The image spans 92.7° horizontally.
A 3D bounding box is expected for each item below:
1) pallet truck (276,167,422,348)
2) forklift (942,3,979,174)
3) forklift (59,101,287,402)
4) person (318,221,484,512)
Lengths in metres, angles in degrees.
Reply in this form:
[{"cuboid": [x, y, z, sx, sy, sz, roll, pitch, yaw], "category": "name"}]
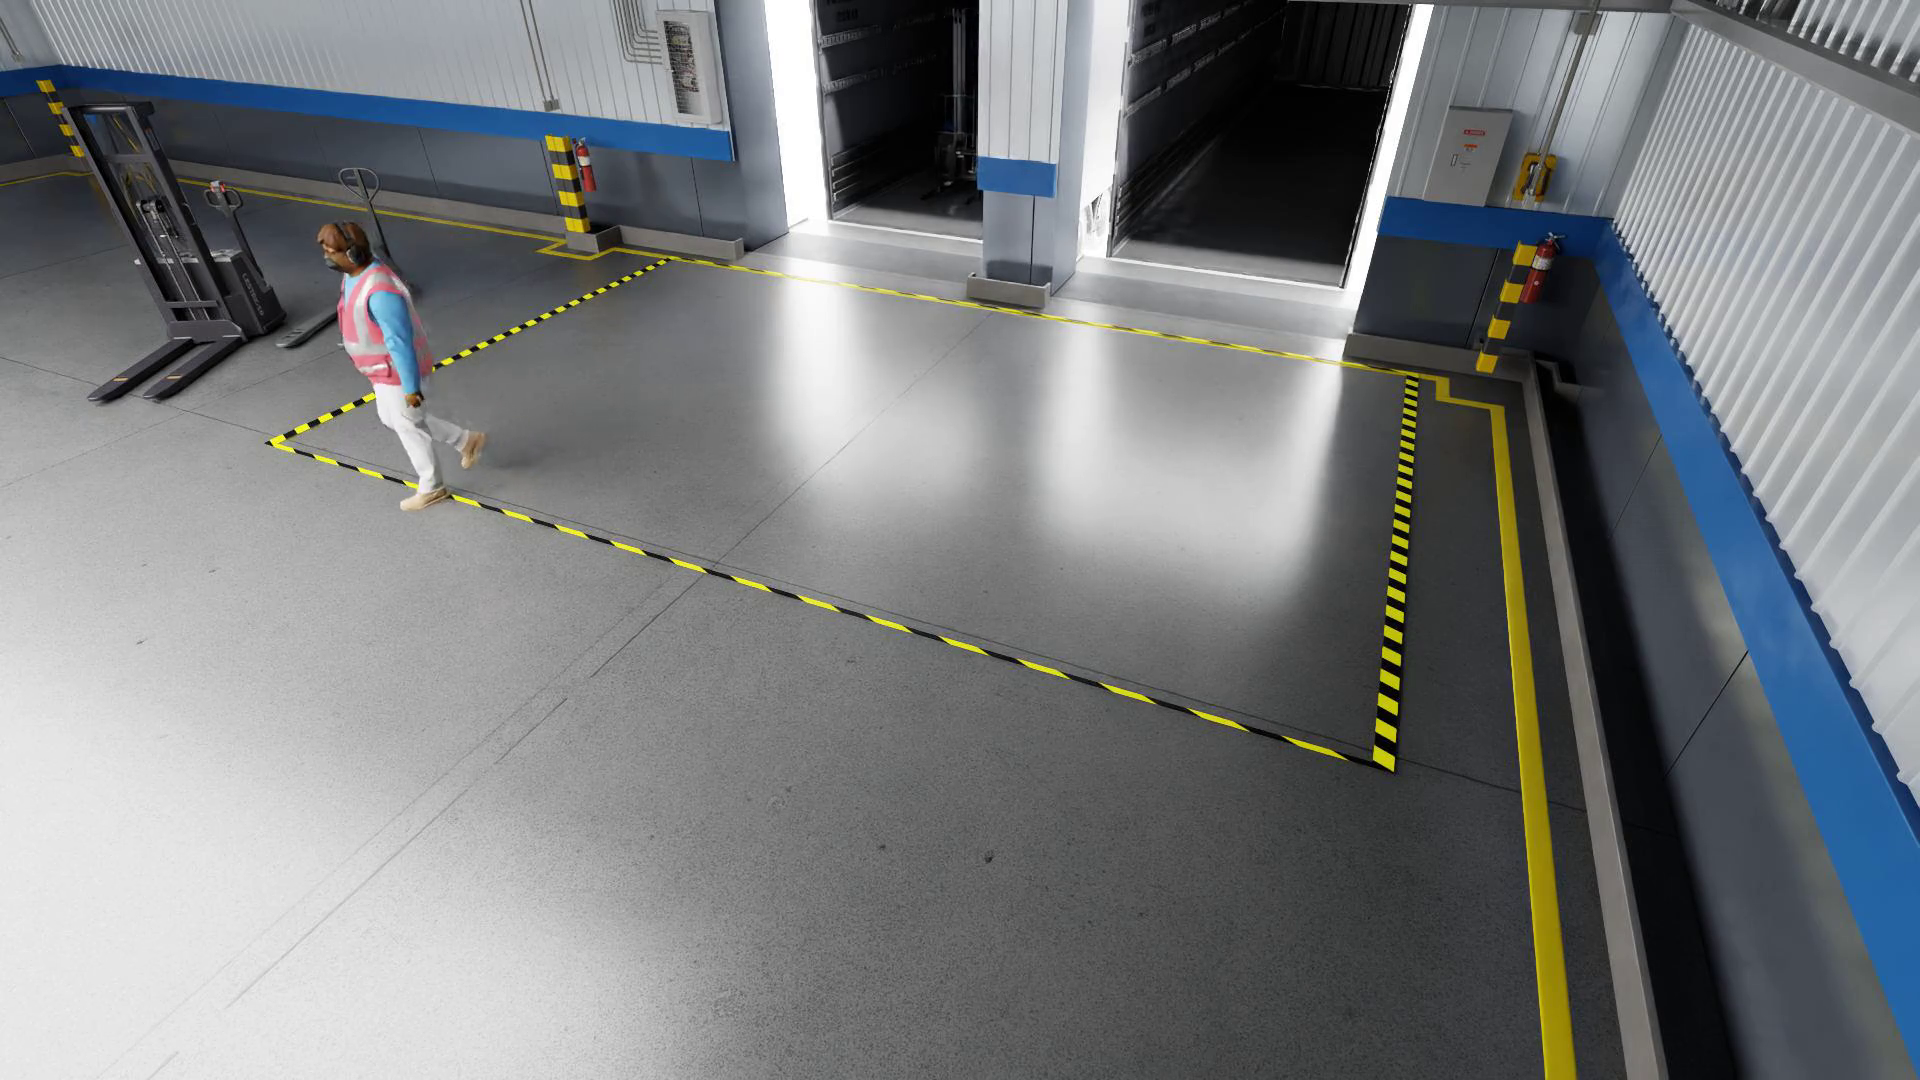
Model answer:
[{"cuboid": [-5.732, -2.611, 8.414, 0.680, 1.201, 1.601, -1, 35, -1], "category": "pallet truck"}, {"cuboid": [0.665, -6.364, 12.811, 1.157, 2.036, 2.680, 13, 37, 18], "category": "forklift"}, {"cuboid": [-6.686, -2.387, 7.434, 0.823, 1.965, 1.885, -3, 35, -5], "category": "forklift"}, {"cuboid": [-3.447, -1.068, 5.696, 0.643, 1.823, 0.636, -25, 42, -31], "category": "person"}]
